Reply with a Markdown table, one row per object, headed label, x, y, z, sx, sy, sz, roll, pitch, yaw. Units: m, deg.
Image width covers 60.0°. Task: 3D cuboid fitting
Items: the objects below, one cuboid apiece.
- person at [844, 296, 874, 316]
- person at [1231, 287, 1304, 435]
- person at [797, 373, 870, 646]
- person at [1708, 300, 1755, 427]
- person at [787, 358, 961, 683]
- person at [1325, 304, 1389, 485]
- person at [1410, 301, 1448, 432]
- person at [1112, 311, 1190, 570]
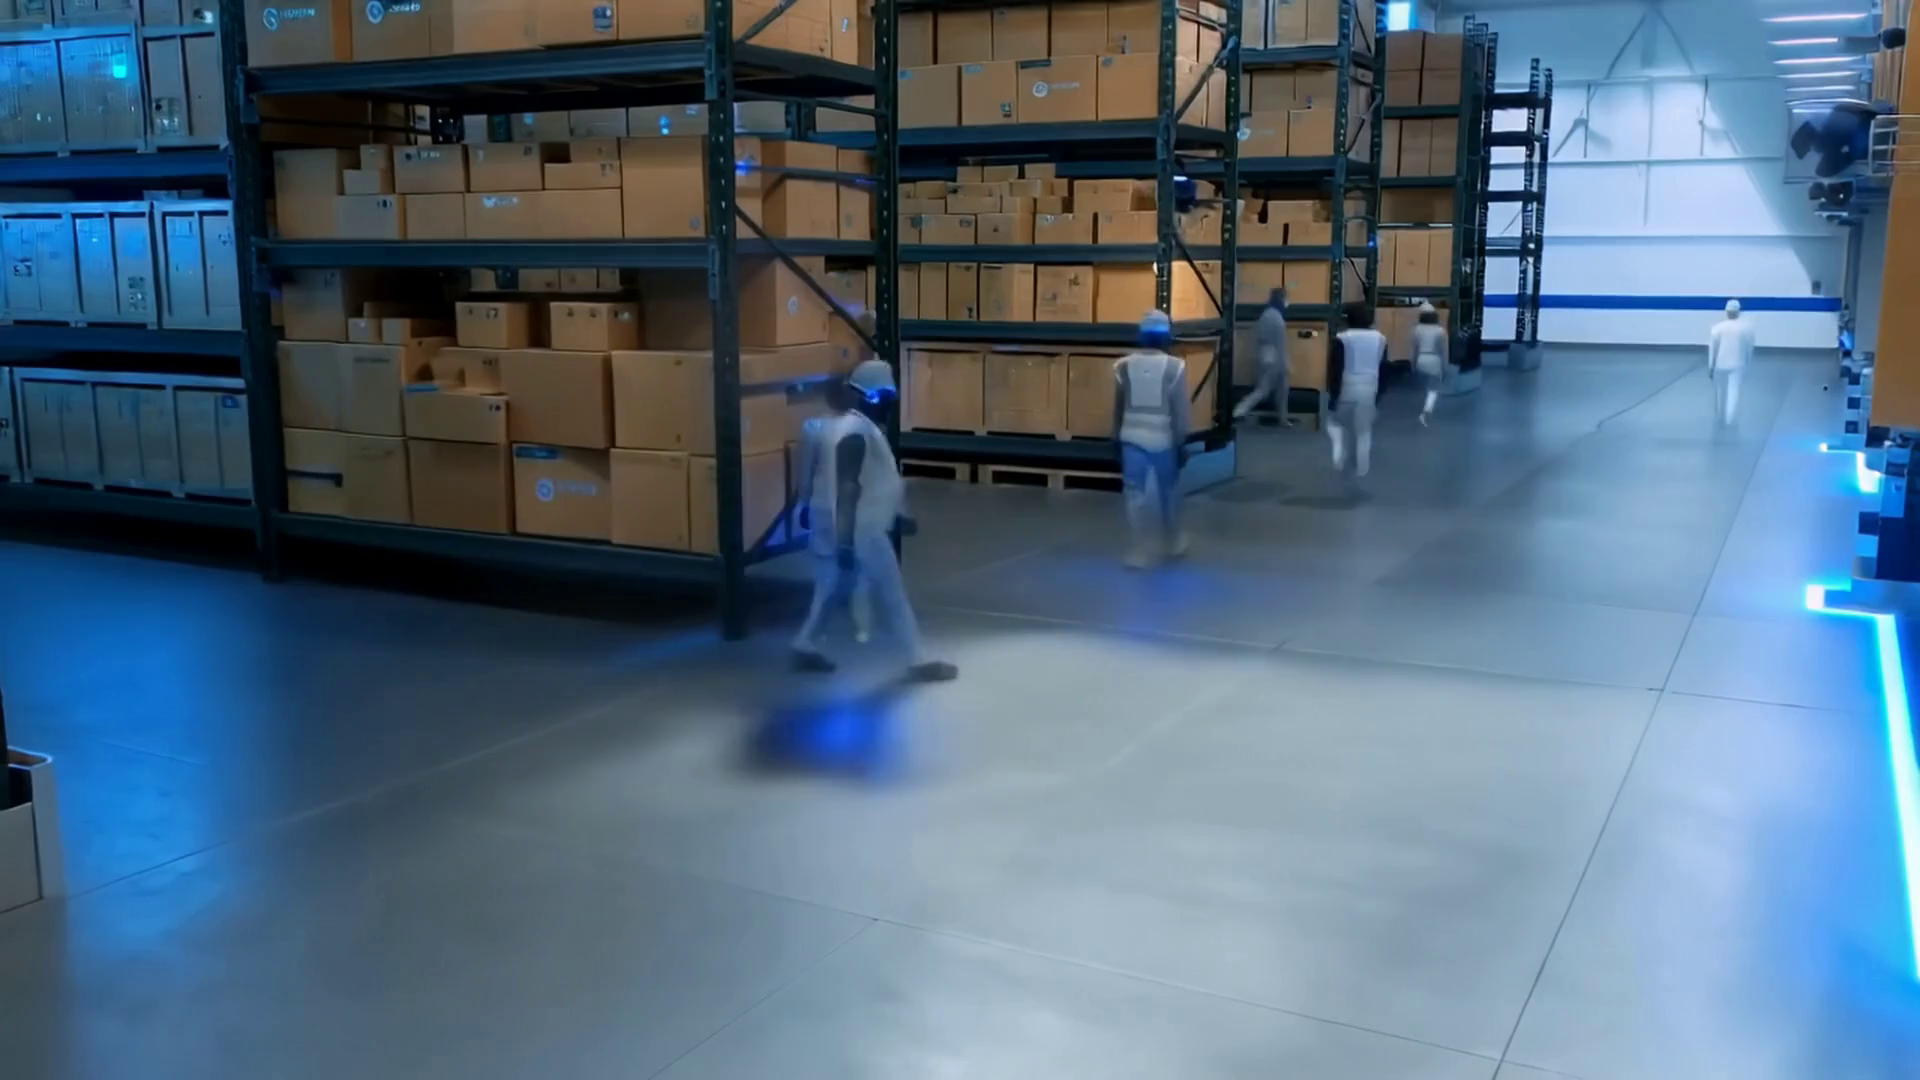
| label | x | y | z | sx | sy | sz | roll | pitch | yaw |
| --- | --- | --- | --- | --- | --- | --- | --- | --- | --- |
| person | -1.091 | -1.427 | 16.313 | 0.806 | 1.919 | 0.552 | 5 | 11 | 28 |
| person | 3.925 | -2.282 | 21.297 | 0.916 | 1.909 | 0.638 | 4 | 10 | 20 |
| person | -0.703 | -0.176 | 9.885 | 0.522 | 1.631 | 0.314 | -2 | 10 | -14 |
| person | 10.413 | -2.386 | 22.471 | 0.563 | 1.707 | 0.911 | 5 | 11 | 26 |
| person | -0.511 | -0.110 | 9.094 | 0.959 | 1.775 | 0.589 | 0 | 10 | 0 |
| person | 3.967 | -1.473 | 16.843 | 0.651 | 1.816 | 0.610 | -3 | 10 | -18 |
| person | 6.046 | -2.228 | 21.545 | 0.487 | 1.708 | 0.688 | 5 | 11 | 28 |
| person | 1.455 | -0.765 | 12.504 | 0.641 | 1.893 | 0.980 | 4 | 11 | 23 |
